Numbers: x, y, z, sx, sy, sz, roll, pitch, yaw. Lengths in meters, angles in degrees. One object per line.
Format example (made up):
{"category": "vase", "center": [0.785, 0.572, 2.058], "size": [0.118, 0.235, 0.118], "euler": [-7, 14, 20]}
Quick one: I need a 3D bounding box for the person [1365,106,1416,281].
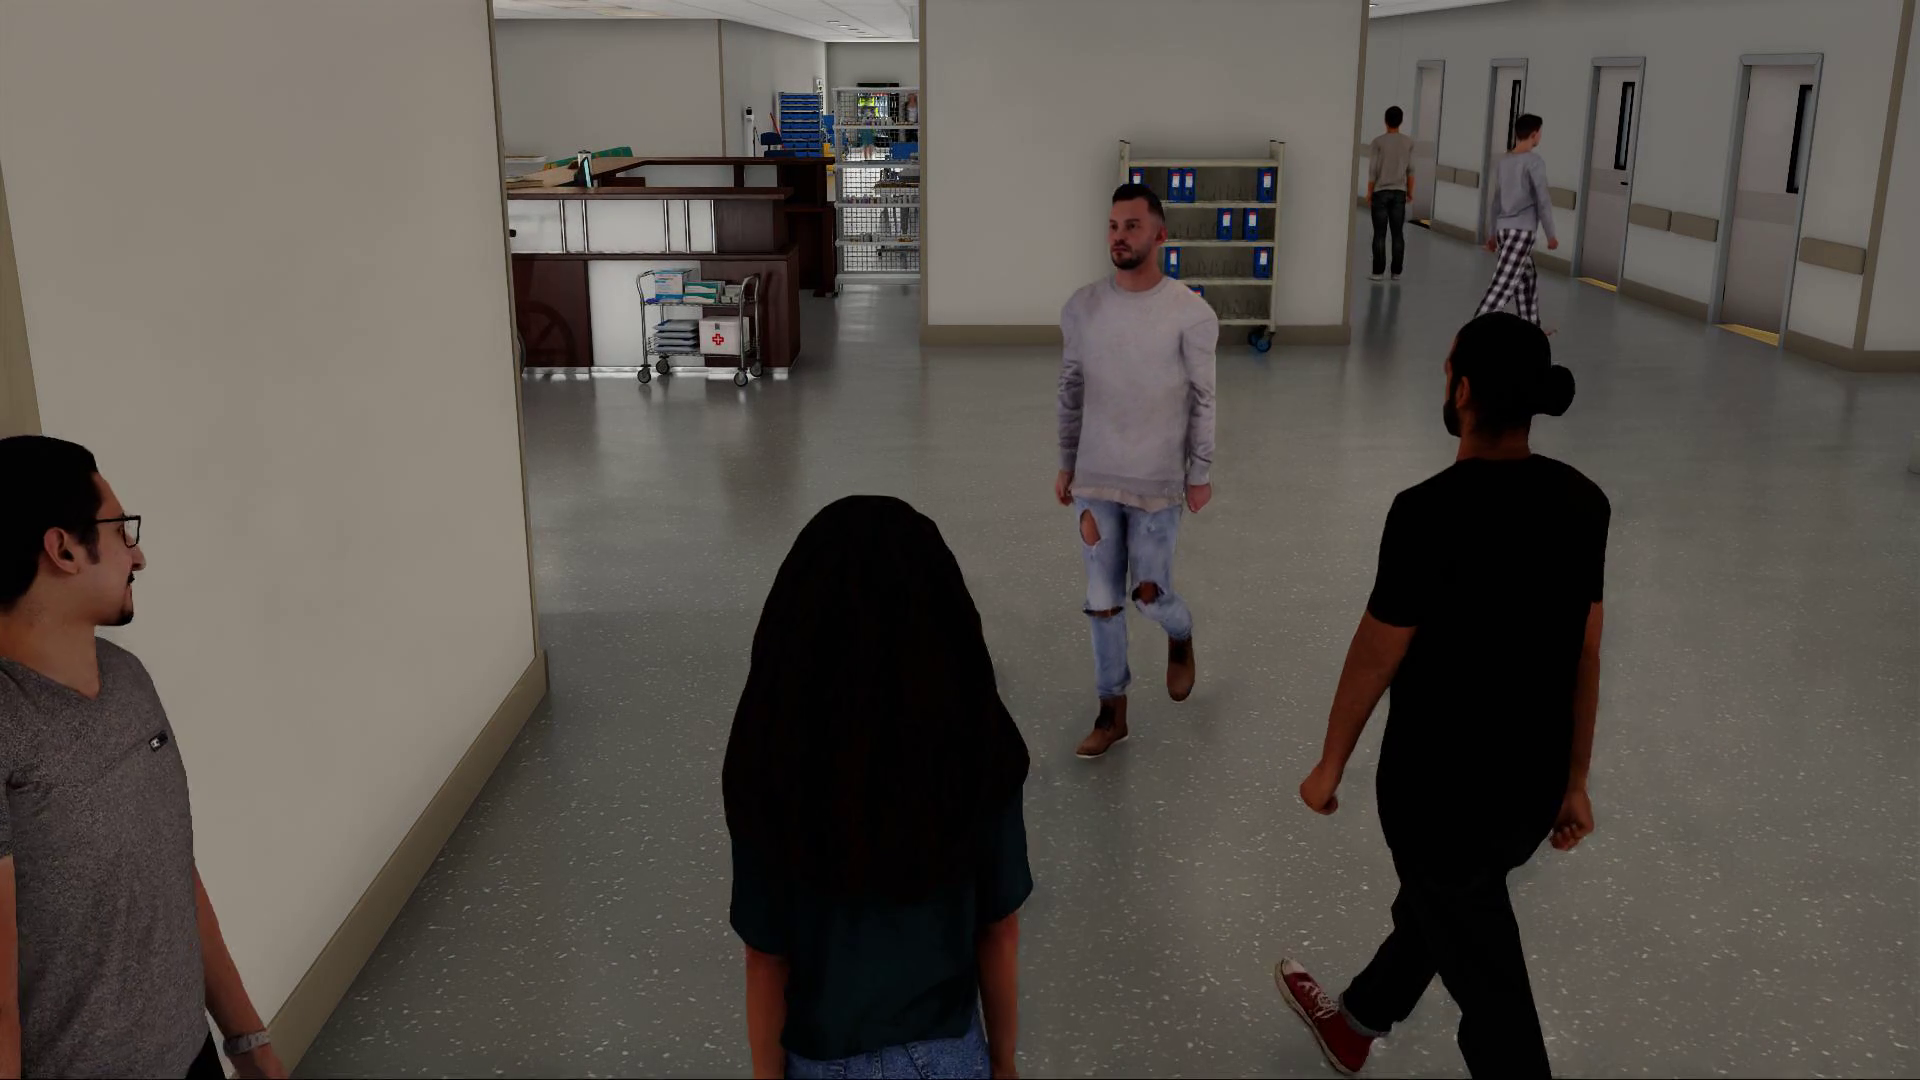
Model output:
{"category": "person", "center": [4.578, -3.688, 17.710], "size": [0.461, 1.811, 0.718], "euler": [0, 16, -1]}

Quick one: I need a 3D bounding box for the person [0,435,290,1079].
{"category": "person", "center": [-1.154, 0.731, 2.181], "size": [0.606, 1.732, 0.698], "euler": [2, 16, 8]}

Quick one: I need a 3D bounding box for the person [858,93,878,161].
{"category": "person", "center": [-2.184, -9.606, 39.017], "size": [1.000, 1.640, 0.725], "euler": [-2, 16, -6]}

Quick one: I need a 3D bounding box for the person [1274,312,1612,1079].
{"category": "person", "center": [0.996, 0.503, 3.033], "size": [1.150, 1.709, 1.078], "euler": [-10, 19, -31]}

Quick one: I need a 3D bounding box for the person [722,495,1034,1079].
{"category": "person", "center": [-0.101, 0.752, 2.351], "size": [0.963, 1.599, 0.780], "euler": [-3, 16, -12]}

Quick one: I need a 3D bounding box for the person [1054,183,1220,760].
{"category": "person", "center": [0.582, -0.222, 5.398], "size": [0.991, 1.821, 0.987], "euler": [8, 18, 27]}

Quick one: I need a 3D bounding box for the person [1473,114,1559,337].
{"category": "person", "center": [4.299, -2.363, 13.038], "size": [1.274, 1.795, 0.939], "euler": [-6, 17, -22]}
